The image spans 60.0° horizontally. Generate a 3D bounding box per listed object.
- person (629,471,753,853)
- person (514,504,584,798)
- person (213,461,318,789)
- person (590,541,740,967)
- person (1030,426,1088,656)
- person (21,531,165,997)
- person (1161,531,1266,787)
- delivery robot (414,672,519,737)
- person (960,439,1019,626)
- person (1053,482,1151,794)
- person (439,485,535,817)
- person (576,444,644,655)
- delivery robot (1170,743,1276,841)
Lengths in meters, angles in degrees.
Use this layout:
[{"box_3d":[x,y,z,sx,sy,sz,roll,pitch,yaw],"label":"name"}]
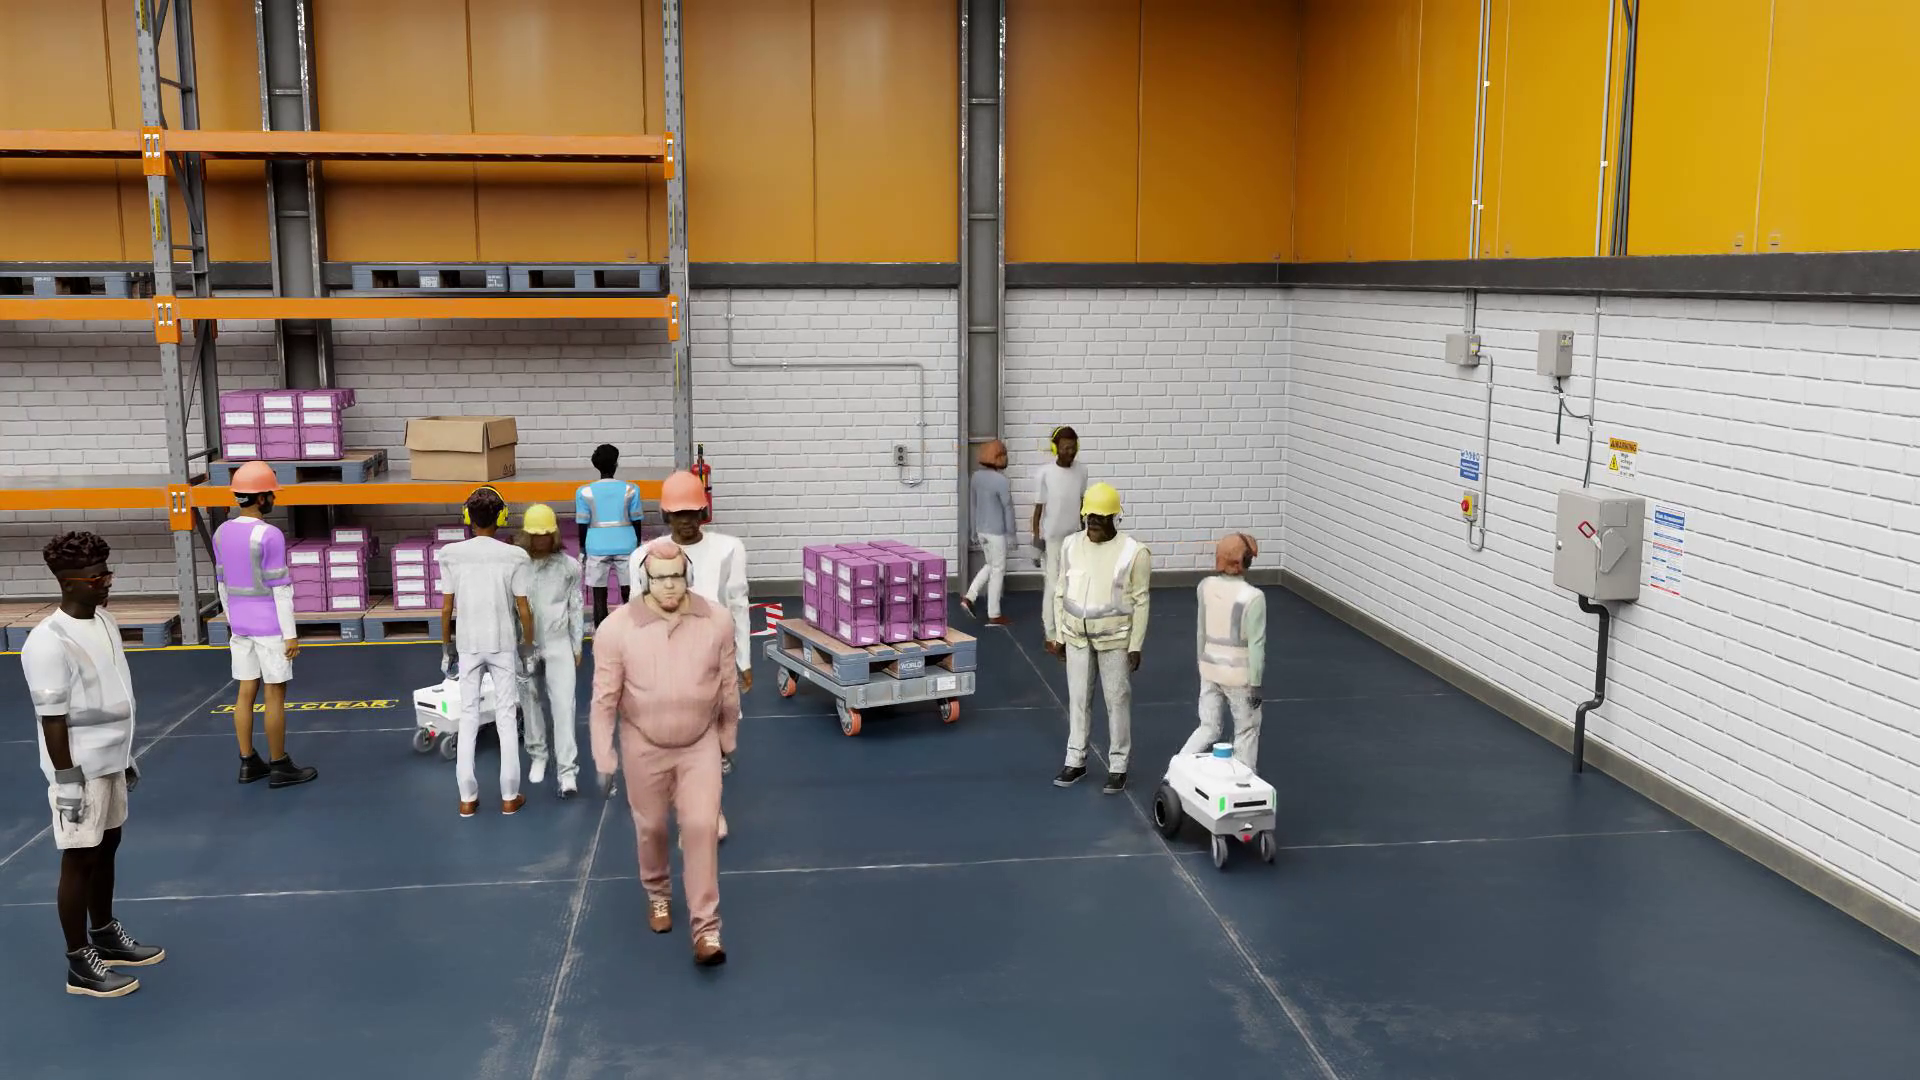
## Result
[{"box_3d":[-1.394,0.641,8.663,0.646,2.022,0.442,-2,9,-15],"label":"person"},{"box_3d":[-2.431,0.646,9.653,0.501,1.704,0.863,-2,9,-13],"label":"person"},{"box_3d":[-4.118,0.499,9.826,0.545,1.938,0.360,4,10,26],"label":"person"},{"box_3d":[-1.285,0.934,7.360,0.677,1.851,0.993,-3,9,-16],"label":"person"},{"box_3d":[0.781,-0.002,13.230,0.543,1.848,0.496,-4,10,-25],"label":"person"},{"box_3d":[-3.676,0.931,7.046,0.367,1.966,0.606,-1,9,-5],"label":"person"},{"box_3d":[1.437,0.765,9.181,0.670,1.624,0.529,-6,11,-35],"label":"person"},{"box_3d":[-3.124,1.012,10.635,0.477,0.478,0.707,6,11,34],"label":"delivery robot"},{"box_3d":[0.274,-0.054,14.258,0.385,1.621,0.506,-6,11,-34],"label":"person"},{"box_3d":[0.808,0.567,9.740,0.590,1.830,0.404,5,10,28],"label":"person"},{"box_3d":[-2.647,0.623,9.310,0.515,1.866,0.332,-1,9,-7],"label":"person"},{"box_3d":[-2.759,0.088,13.143,0.530,1.696,0.321,-3,10,-17],"label":"person"},{"box_3d":[1.376,1.314,8.743,0.477,0.478,0.707,-3,9,-15],"label":"delivery robot"}]
